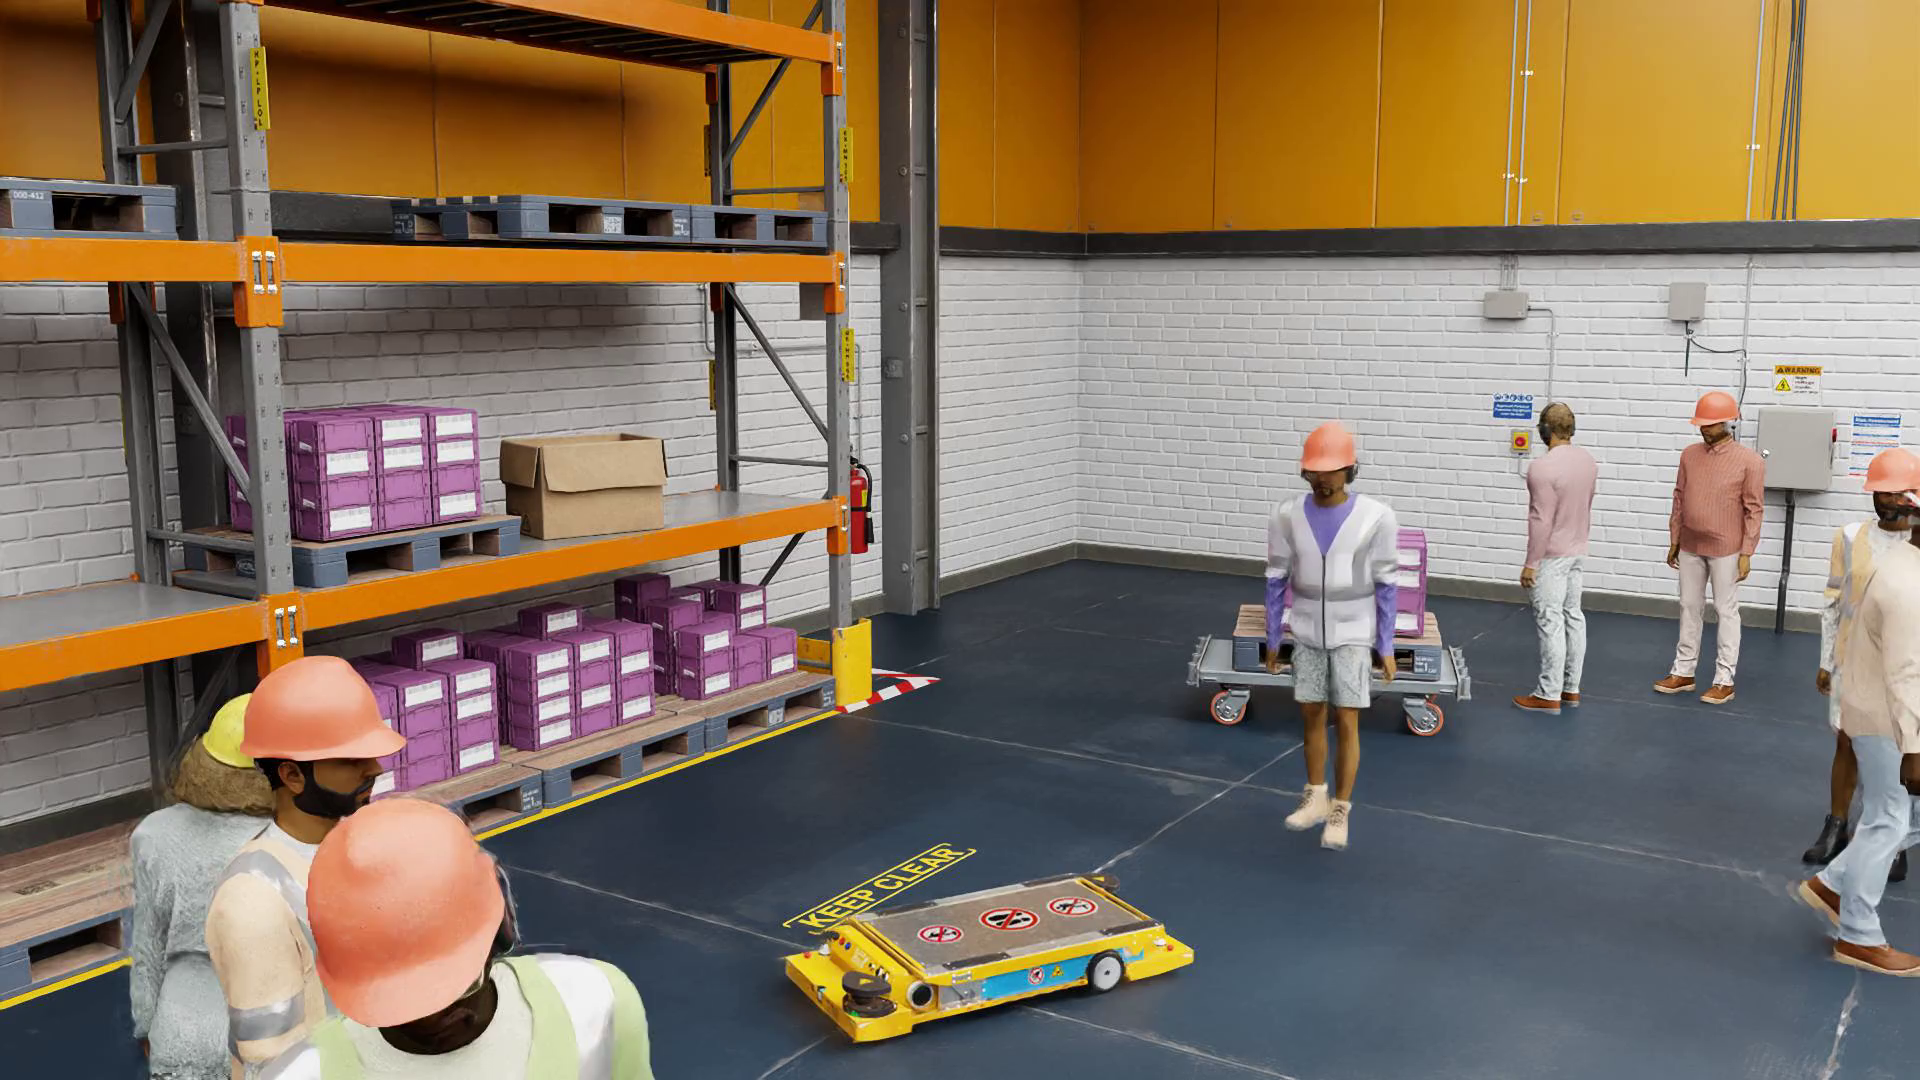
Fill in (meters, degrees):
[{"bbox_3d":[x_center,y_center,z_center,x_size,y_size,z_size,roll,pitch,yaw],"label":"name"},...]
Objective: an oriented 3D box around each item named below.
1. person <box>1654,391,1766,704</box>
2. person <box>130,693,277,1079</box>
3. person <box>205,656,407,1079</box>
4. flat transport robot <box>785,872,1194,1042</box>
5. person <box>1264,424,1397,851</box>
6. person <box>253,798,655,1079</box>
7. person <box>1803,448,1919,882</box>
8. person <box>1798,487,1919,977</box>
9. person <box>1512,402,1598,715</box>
[{"bbox_3d":[4.784,0.044,10.614,0.393,1.985,0.611,-5,10,-30],"label":"person"},{"bbox_3d":[-1.777,1.209,3.966,0.527,1.698,0.729,1,9,5],"label":"person"},{"bbox_3d":[-1.261,1.184,3.356,0.356,1.938,0.543,-1,9,-5],"label":"person"},{"bbox_3d":[0.120,1.554,6.344,1.431,0.197,0.652,-5,10,-28],"label":"flat transport robot"},{"bbox_3d":[1.732,0.466,7.879,0.637,2.017,0.669,5,10,27],"label":"person"},{"bbox_3d":[-0.781,1.281,2.574,0.684,1.990,0.819,-7,11,-37],"label":"person"},{"bbox_3d":[4.131,0.552,7.460,0.356,1.938,0.543,-8,12,-43],"label":"person"},{"bbox_3d":[3.603,0.715,6.340,0.494,1.958,0.644,5,10,31],"label":"person"},{"bbox_3d":[3.692,0.113,10.323,0.629,1.936,0.372,-7,11,-39],"label":"person"}]
